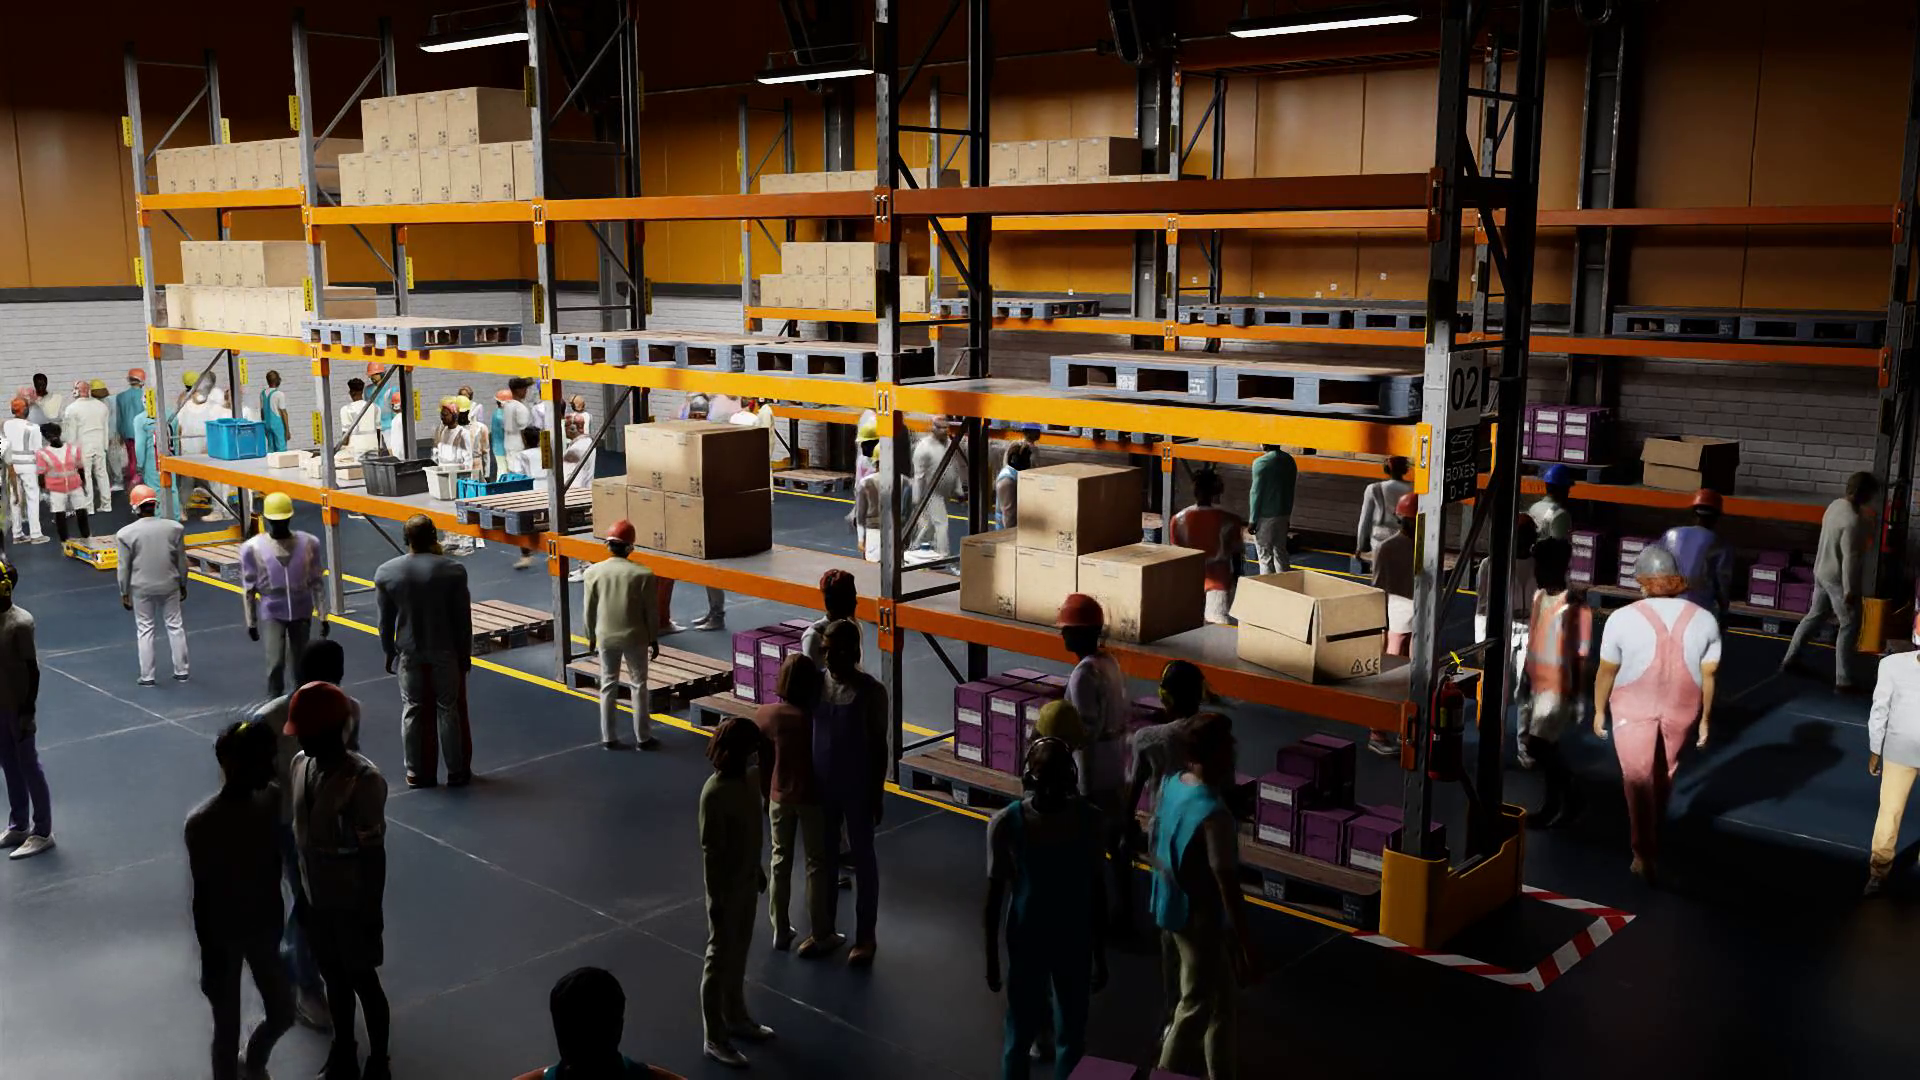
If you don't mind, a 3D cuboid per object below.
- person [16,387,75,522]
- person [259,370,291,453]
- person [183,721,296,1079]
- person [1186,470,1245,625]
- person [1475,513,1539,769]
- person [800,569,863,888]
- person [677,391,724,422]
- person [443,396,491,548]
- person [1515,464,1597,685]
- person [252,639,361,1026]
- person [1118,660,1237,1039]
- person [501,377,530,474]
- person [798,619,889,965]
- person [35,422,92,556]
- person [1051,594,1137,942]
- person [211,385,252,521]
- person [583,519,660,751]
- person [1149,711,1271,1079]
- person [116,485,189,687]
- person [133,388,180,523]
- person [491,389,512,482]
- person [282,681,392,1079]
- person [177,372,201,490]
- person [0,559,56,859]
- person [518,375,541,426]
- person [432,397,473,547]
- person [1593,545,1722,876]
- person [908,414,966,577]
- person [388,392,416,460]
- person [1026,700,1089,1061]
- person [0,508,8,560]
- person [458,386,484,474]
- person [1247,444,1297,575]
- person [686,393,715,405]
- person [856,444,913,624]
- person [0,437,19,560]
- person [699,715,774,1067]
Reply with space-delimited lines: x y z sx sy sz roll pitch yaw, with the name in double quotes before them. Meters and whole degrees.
"person" -12.635 -1.152 22.699 0.886 1.873 0.652 -4 11 -23
"person" -10.689 -1.729 26.021 0.513 1.843 0.335 5 11 24
"person" -3.025 1.644 6.958 0.500 1.849 0.518 7 12 36
"person" 2.315 0.235 15.196 0.589 1.739 0.518 2 10 11
"person" 4.018 0.730 12.033 0.583 1.877 0.339 1 10 3
"person" -0.733 1.102 9.909 0.362 1.883 0.575 5 11 25
"person" -3.488 -1.151 22.202 0.699 2.000 0.996 3 10 14
"person" -6.174 -0.842 20.778 0.595 1.923 0.379 -1 10 -6
"person" 5.158 0.310 14.251 0.771 1.922 0.643 -2 10 -9
"person" -3.158 1.412 8.179 0.740 1.873 0.652 5 11 26
"person" 1.044 1.465 8.035 0.500 1.823 0.912 -1 10 -6
"person" -6.191 -1.309 23.318 0.363 1.966 0.609 -9 14 -42
"person" -0.622 1.319 8.788 0.506 1.846 0.346 4 11 21
"person" -10.904 -0.623 20.280 0.352 1.657 0.641 10 14 43
"person" 0.632 1.236 9.080 0.840 1.898 0.554 6 11 29
"person" -10.077 -1.204 22.977 0.406 1.869 0.630 10 14 44
"person" -2.522 0.710 12.487 0.573 1.748 0.342 1 10 5
"person" 1.052 1.642 7.045 0.555 1.819 0.686 -1 10 -5
"person" -6.954 0.390 14.332 0.568 1.743 0.351 -8 13 -40
"person" -10.655 -1.050 22.033 0.403 1.916 0.655 5 11 26
"person" -6.499 -1.280 23.777 0.353 1.742 0.566 -4 11 -22
"person" -2.733 1.547 7.273 0.543 1.929 0.385 6 12 31
"person" -11.803 -1.645 25.469 0.593 1.880 0.664 0 10 -1
"person" -5.902 1.038 10.317 0.512 1.868 0.328 6 12 31
"person" -7.292 -2.029 28.045 0.490 1.730 0.324 1 10 3
"person" -6.329 -0.831 20.806 0.675 1.910 0.425 1 10 5
"person" 4.228 0.980 10.150 0.681 2.000 1.034 1 10 6
"person" -0.312 -0.543 19.261 0.919 1.869 0.631 7 12 33
"person" -7.793 -1.192 23.241 0.342 1.749 0.572 1 10 7
"person" 0.427 1.553 7.877 0.349 1.702 0.631 0 10 2
"person" -9.478 0.140 15.967 0.627 1.670 0.547 10 14 44
"person" -7.600 -1.569 25.728 0.515 1.630 0.315 1 10 6
"person" 3.247 -0.230 17.320 0.627 1.933 0.370 -9 14 -42
"person" -4.272 -1.934 27.489 0.484 1.736 0.310 -1 10 -5
"person" -0.761 -0.070 16.721 0.593 1.822 0.411 -4 11 -21
"person" -11.422 -0.579 19.563 0.573 1.823 0.634 -2 10 -10
"person" -1.045 1.607 7.756 0.269 1.632 0.504 3 11 18
